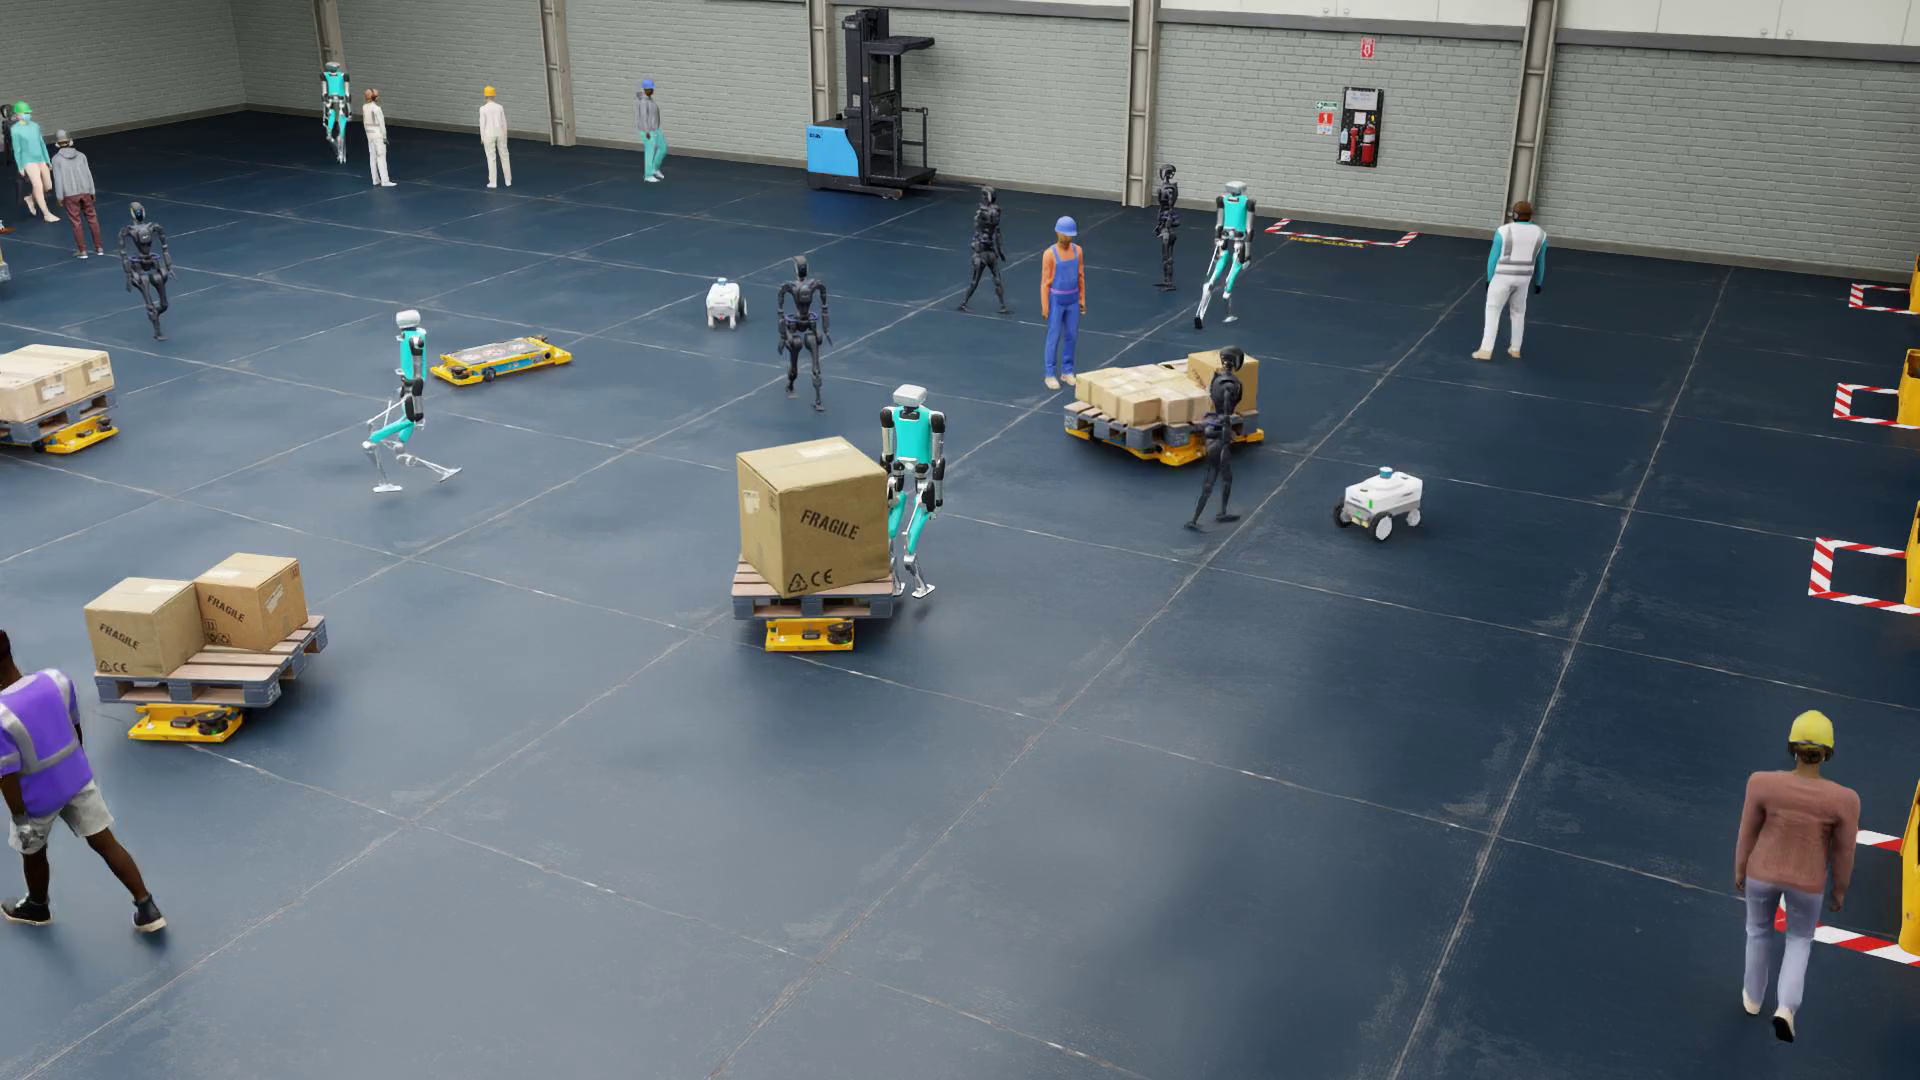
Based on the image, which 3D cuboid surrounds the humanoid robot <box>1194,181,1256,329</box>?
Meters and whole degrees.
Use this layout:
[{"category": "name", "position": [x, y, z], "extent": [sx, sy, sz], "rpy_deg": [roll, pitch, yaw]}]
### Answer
[{"category": "humanoid robot", "position": [3.171, -3.441, 20.357], "extent": [0.555, 1.782, 0.928], "rpy_deg": [18, 29, 36]}]

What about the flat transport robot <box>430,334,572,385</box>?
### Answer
[{"category": "flat transport robot", "position": [-5.225, -2.051, 18.938], "extent": [1.431, 0.231, 0.659], "rpy_deg": [-20, 30, -39]}]

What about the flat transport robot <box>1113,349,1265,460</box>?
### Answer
[{"category": "flat transport robot", "position": [2.255, -1.097, 16.717], "extent": [1.431, 0.231, 0.659], "rpy_deg": [-11, 26, -24]}]

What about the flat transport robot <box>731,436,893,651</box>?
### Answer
[{"category": "flat transport robot", "position": [-1.126, 0.484, 13.037], "extent": [0.659, 0.231, 1.431], "rpy_deg": [-1, 23, -1]}]

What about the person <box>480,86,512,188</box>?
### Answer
[{"category": "person", "position": [-7.919, -6.852, 28.304], "extent": [0.467, 1.697, 0.315], "rpy_deg": [-15, 27, -31]}]

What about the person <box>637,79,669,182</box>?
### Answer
[{"category": "person", "position": [-5.314, -7.075, 28.746], "extent": [0.451, 1.755, 0.569], "rpy_deg": [5, 24, 11]}]

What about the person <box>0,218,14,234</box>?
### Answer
[{"category": "person", "position": [-14.817, -5.438, 24.891], "extent": [0.505, 1.801, 0.748], "rpy_deg": [15, 27, 31]}]

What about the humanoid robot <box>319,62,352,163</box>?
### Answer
[{"category": "humanoid robot", "position": [-11.464, -7.757, 30.488], "extent": [0.544, 1.893, 0.775], "rpy_deg": [-1, 23, -1]}]

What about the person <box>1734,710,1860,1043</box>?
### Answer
[{"category": "person", "position": [4.141, 1.706, 8.329], "extent": [0.530, 1.738, 0.597], "rpy_deg": [11, 26, 24]}]

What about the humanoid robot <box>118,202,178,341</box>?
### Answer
[{"category": "humanoid robot", "position": [-9.775, -3.249, 19.959], "extent": [0.643, 1.635, 0.589], "rpy_deg": [21, 31, 40]}]

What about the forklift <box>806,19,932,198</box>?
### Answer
[{"category": "forklift", "position": [-1.573, -7.292, 27.850], "extent": [1.873, 2.768, 1.129], "rpy_deg": [12, 26, 25]}]

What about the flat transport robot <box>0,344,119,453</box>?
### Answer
[{"category": "flat transport robot", "position": [-9.317, -1.122, 16.776], "extent": [1.431, 0.231, 0.659], "rpy_deg": [7, 24, 15]}]

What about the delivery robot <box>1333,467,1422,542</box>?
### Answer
[{"category": "delivery robot", "position": [3.707, -0.357, 14.592], "extent": [0.738, 0.563, 0.499], "rpy_deg": [-16, 28, -32]}]

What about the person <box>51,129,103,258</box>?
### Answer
[{"category": "person", "position": [-12.608, -4.937, 23.702], "extent": [0.369, 1.811, 0.540], "rpy_deg": [20, 30, 38]}]

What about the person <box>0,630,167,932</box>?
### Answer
[{"category": "person", "position": [-4.901, 1.331, 8.999], "extent": [1.023, 1.910, 0.658], "rpy_deg": [8, 25, 18]}]

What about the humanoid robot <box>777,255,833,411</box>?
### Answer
[{"category": "humanoid robot", "position": [-1.662, -2.218, 17.604], "extent": [0.591, 1.642, 0.748], "rpy_deg": [-9, 25, -21]}]

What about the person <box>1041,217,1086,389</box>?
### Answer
[{"category": "person", "position": [1.122, -2.594, 18.144], "extent": [0.533, 1.890, 0.427], "rpy_deg": [-11, 25, -23]}]

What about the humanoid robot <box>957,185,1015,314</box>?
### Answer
[{"category": "humanoid robot", "position": [0.323, -3.644, 20.918], "extent": [0.768, 1.629, 0.584], "rpy_deg": [15, 27, 31]}]

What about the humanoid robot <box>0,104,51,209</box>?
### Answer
[{"category": "humanoid robot", "position": [-15.228, -6.230, 26.951], "extent": [0.586, 1.635, 0.771], "rpy_deg": [14, 27, 30]}]

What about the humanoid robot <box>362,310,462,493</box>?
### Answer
[{"category": "humanoid robot", "position": [-5.131, -1.203, 15.124], "extent": [1.038, 1.735, 0.538], "rpy_deg": [-11, 26, -24]}]

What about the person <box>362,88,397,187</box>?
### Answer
[{"category": "person", "position": [-9.968, -6.874, 28.426], "extent": [0.524, 1.639, 0.306], "rpy_deg": [17, 29, 34]}]

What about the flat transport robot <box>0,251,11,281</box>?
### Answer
[{"category": "flat transport robot", "position": [-13.266, -3.319, 21.889], "extent": [0.659, 0.231, 1.431], "rpy_deg": [-20, 30, -39]}]

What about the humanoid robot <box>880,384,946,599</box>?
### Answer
[{"category": "humanoid robot", "position": [-0.440, -0.315, 12.866], "extent": [0.533, 1.677, 0.735], "rpy_deg": [8, 24, 18]}]

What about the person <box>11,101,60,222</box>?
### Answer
[{"category": "person", "position": [-14.446, -5.892, 25.869], "extent": [0.658, 1.857, 0.539], "rpy_deg": [9, 25, 19]}]

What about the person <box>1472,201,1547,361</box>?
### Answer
[{"category": "person", "position": [6.319, -2.958, 19.087], "extent": [0.764, 1.826, 0.502], "rpy_deg": [-3, 23, -7]}]

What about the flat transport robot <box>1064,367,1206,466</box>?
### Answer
[{"category": "flat transport robot", "position": [1.807, -1.063, 16.637], "extent": [1.431, 0.231, 0.659], "rpy_deg": [21, 31, 40]}]

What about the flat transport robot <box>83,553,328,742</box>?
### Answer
[{"category": "flat transport robot", "position": [-5.244, 1.008, 11.816], "extent": [0.659, 0.231, 1.431], "rpy_deg": [1, 23, 3]}]

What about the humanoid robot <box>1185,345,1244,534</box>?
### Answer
[{"category": "humanoid robot", "position": [2.263, -0.895, 14.475], "extent": [0.601, 1.636, 0.589], "rpy_deg": [1, 23, 3]}]

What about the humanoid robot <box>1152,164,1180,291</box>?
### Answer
[{"category": "humanoid robot", "position": [2.729, -4.137, 21.991], "extent": [0.315, 1.657, 0.599], "rpy_deg": [-2, 23, -4]}]

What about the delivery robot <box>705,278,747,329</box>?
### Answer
[{"category": "delivery robot", "position": [-2.939, -2.957, 20.682], "extent": [0.499, 0.592, 0.774], "rpy_deg": [-1, 23, -1]}]
